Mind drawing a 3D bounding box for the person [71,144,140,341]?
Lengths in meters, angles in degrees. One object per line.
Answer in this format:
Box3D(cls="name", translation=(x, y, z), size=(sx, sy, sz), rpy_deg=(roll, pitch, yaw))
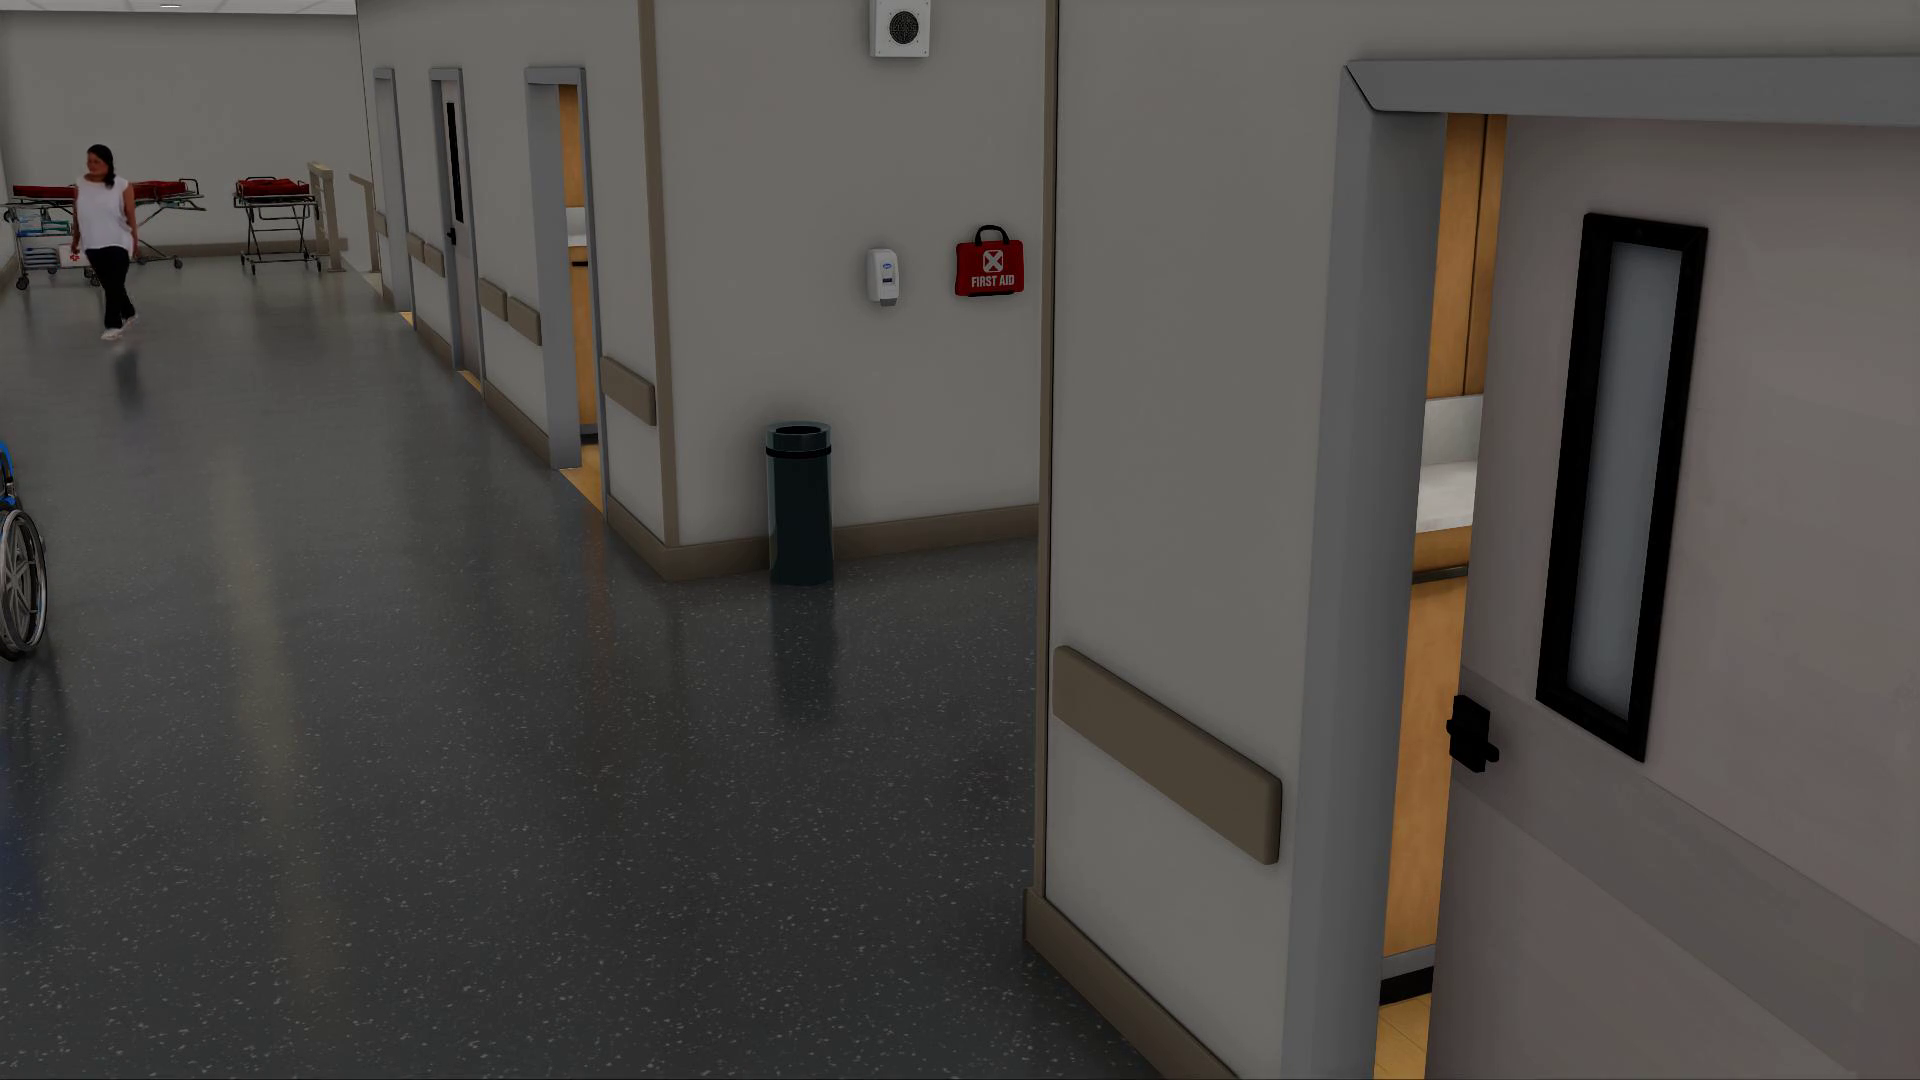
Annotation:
Box3D(cls="person", translation=(-7.476, -2.613, 14.635), size=(1.009, 1.657, 1.196), rpy_deg=(1, 16, 5))
